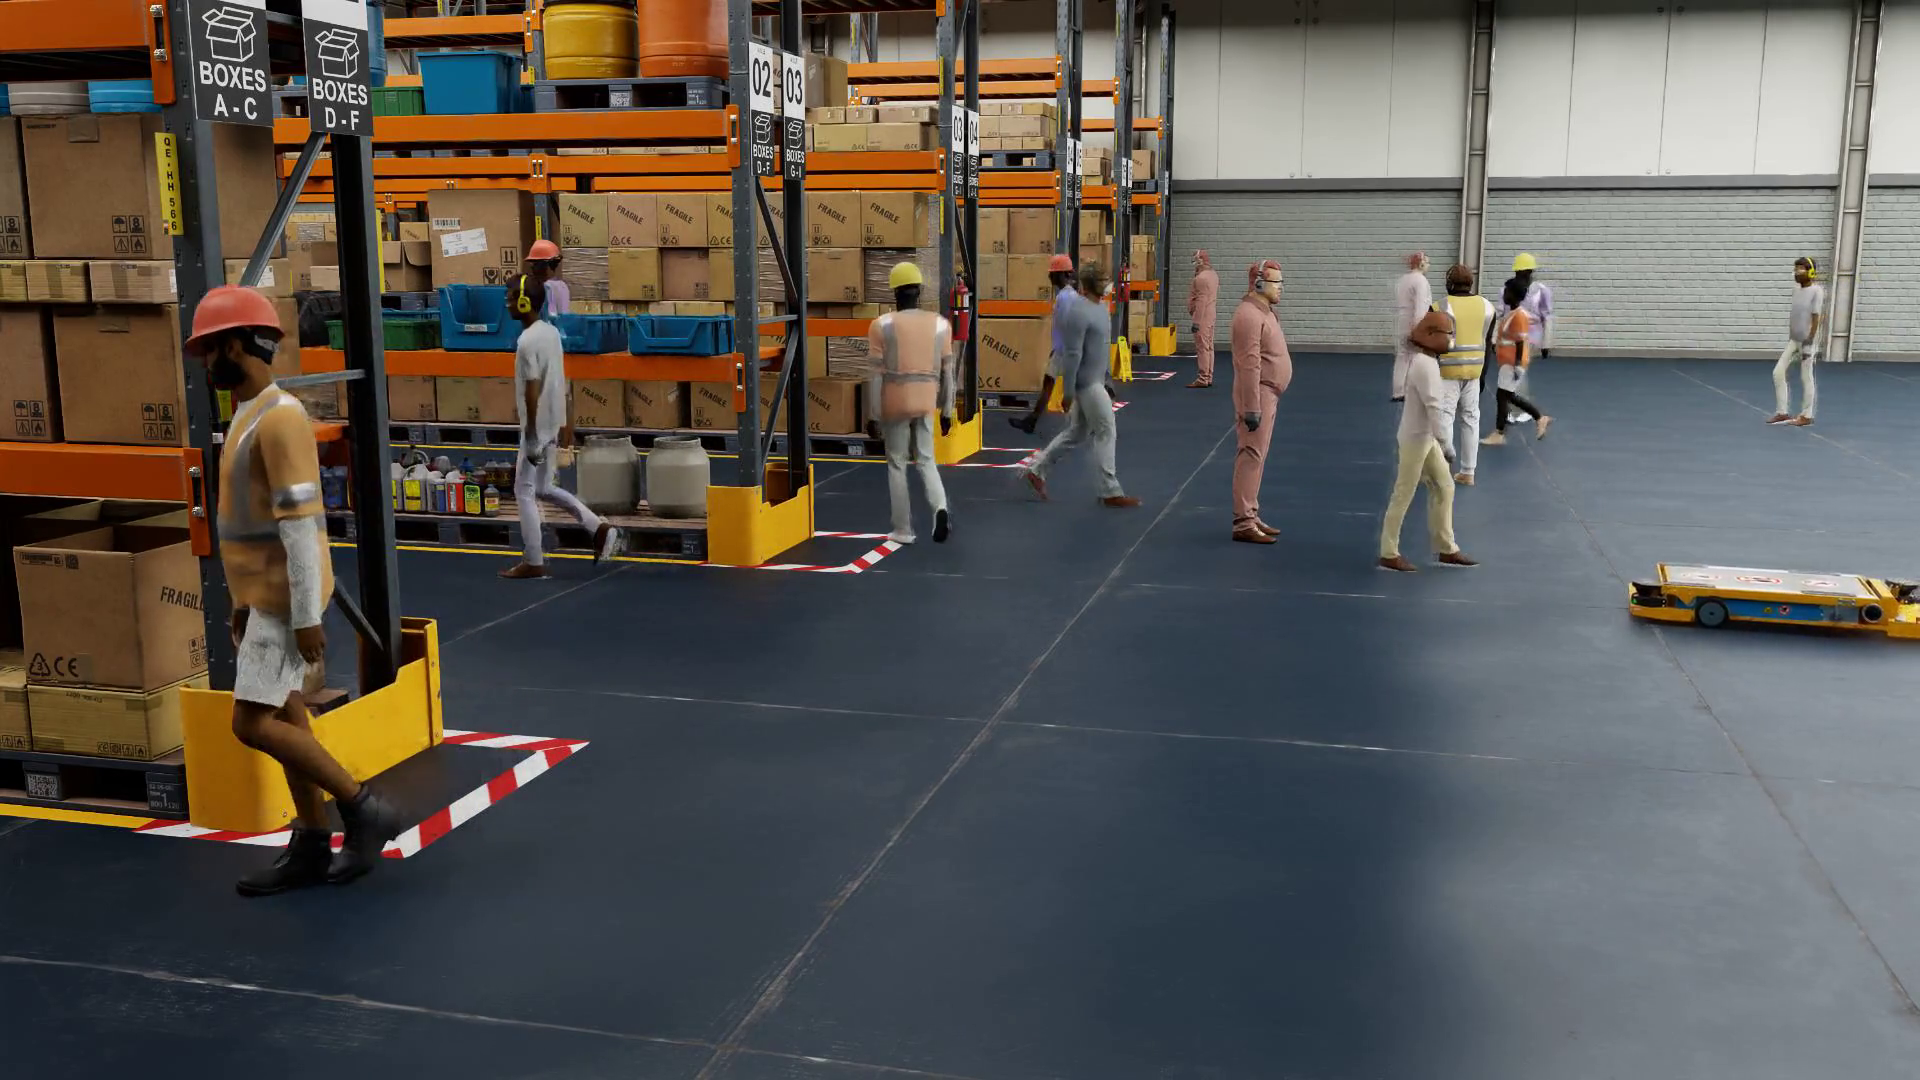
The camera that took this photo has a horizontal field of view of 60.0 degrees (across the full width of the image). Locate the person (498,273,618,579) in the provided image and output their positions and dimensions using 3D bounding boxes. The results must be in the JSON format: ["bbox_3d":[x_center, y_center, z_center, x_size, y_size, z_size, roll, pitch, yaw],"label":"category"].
[{"bbox_3d":[-2.457,-0.669,9.976,0.630,1.849,0.532,2,10,10],"label":"person"}]

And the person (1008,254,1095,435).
[{"bbox_3d":[1.022,-2.033,17.421,0.978,1.882,0.572,2,10,9],"label":"person"}]

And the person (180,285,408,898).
[{"bbox_3d":[-2.126,0.165,5.197,0.453,1.904,0.549,-5,12,-28],"label":"person"}]

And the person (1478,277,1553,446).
[{"bbox_3d":[5.557,-1.763,16.513,0.694,1.677,0.539,1,10,7],"label":"person"}]

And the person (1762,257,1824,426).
[{"bbox_3d":[9.123,-2.155,18.201,0.673,1.847,0.563,-2,10,-11],"label":"person"}]

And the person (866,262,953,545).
[{"bbox_3d":[-0.315,-0.879,11.007,0.590,1.902,0.598,-4,11,-23],"label":"person"}]

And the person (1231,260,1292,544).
[{"bbox_3d":[2.044,-0.938,11.308,0.407,1.904,0.655,3,11,16],"label":"person"}]

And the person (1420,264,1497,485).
[{"bbox_3d":[4.110,-1.361,13.833,0.627,1.844,0.429,-3,11,-17],"label":"person"}]

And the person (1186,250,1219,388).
[{"bbox_3d":[3.346,-3.060,23.081,0.406,1.903,0.636,4,11,23],"label":"person"}]

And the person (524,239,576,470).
[{"bbox_3d":[-3.650,-1.640,14.817,0.393,2.044,0.609,0,10,1],"label":"person"}]

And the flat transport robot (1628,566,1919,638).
[{"bbox_3d":[4.367,0.309,8.927,1.431,0.197,0.652,4,11,20],"label":"flat transport robot"}]

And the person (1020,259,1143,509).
[{"bbox_3d":[0.912,-1.192,12.750,0.946,1.907,0.629,3,11,17],"label":"person"}]

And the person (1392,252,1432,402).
[{"bbox_3d":[5.809,-2.661,20.892,0.782,1.879,0.663,-2,10,-10],"label":"person"}]

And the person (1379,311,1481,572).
[{"bbox_3d":[2.916,-0.579,10.148,0.719,1.607,0.501,4,11,22],"label":"person"}]

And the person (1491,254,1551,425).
[{"bbox_3d":[6.182,-2.219,18.457,0.969,1.879,0.592,-9,14,-41],"label":"person"}]
